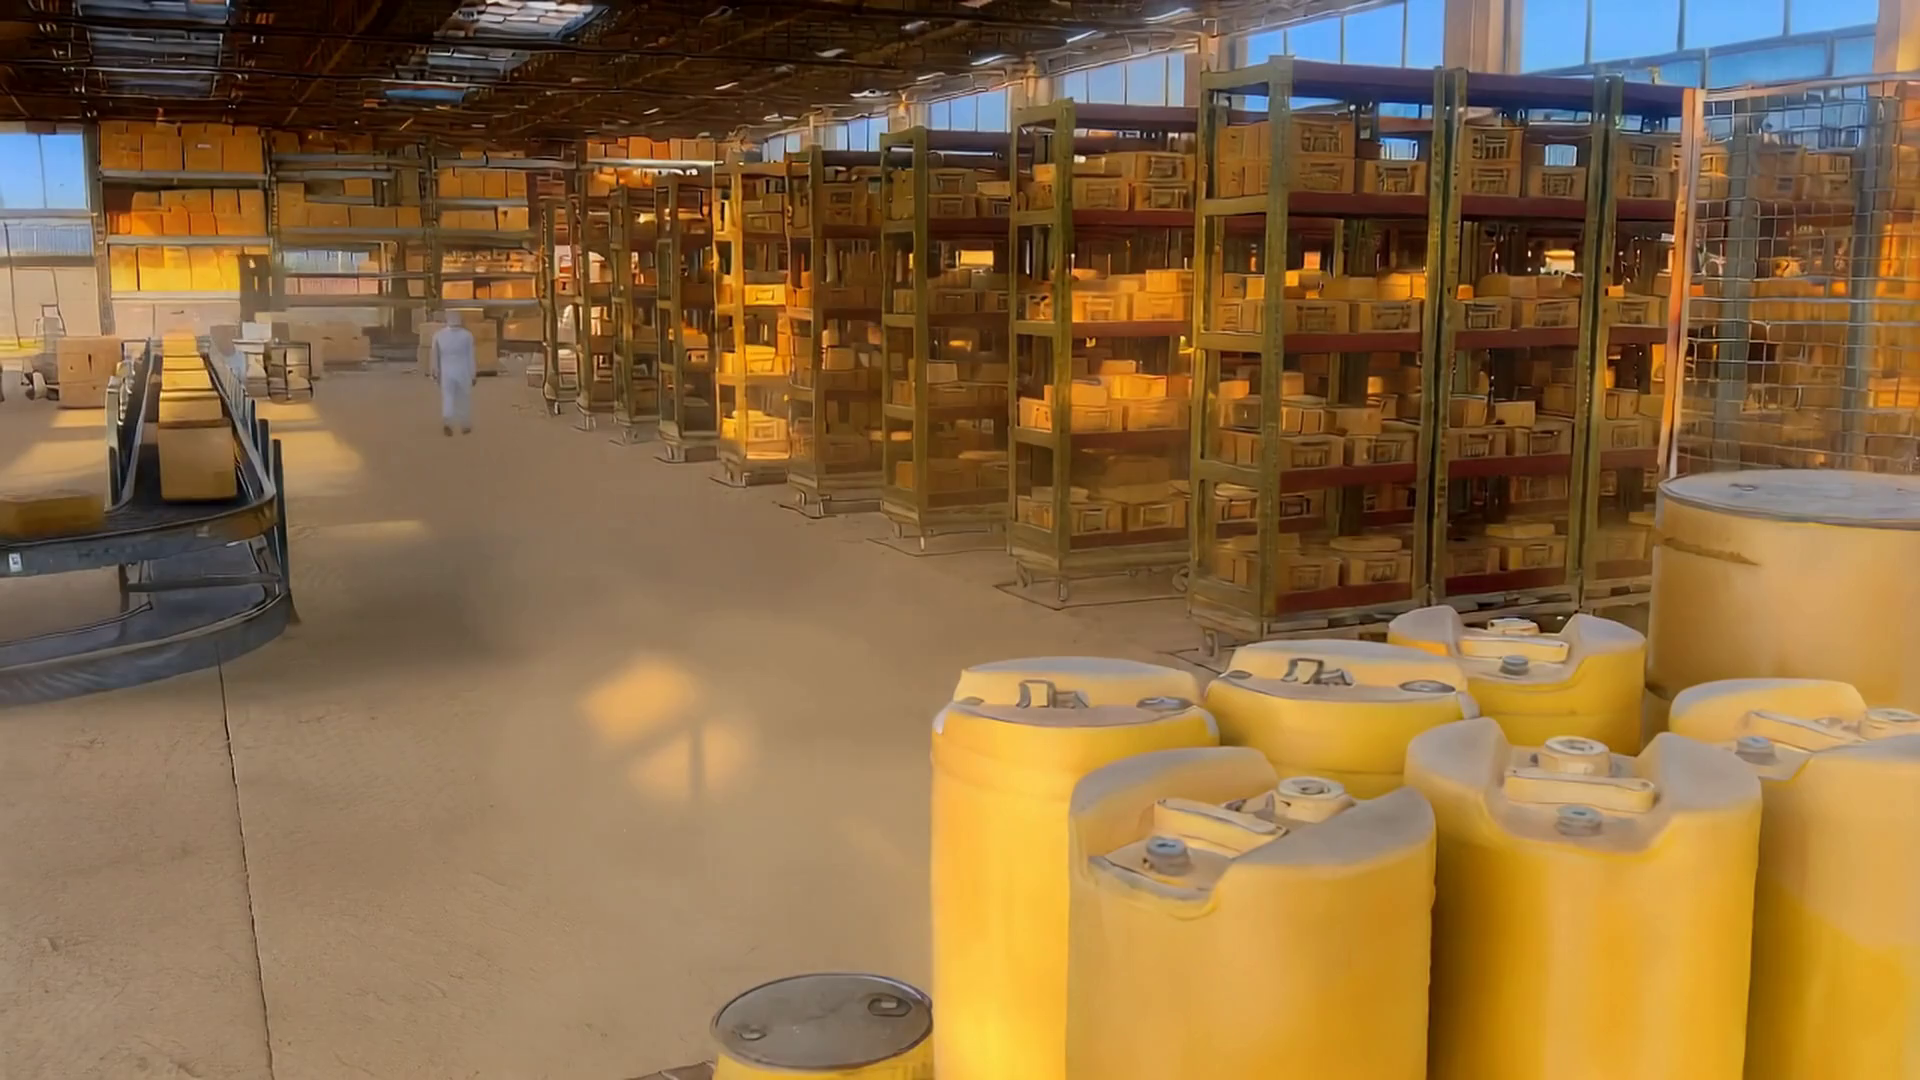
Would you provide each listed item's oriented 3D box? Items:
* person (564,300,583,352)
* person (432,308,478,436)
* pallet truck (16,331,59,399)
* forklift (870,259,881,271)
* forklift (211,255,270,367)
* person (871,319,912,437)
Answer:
[{"bbox_3d":[-9.362,-5.053,40.373,0.601,1.940,0.414,4,10,24],"label":"person"},{"bbox_3d":[-7.445,-2.472,24.527,0.650,1.883,0.822,-1,9,-5],"label":"person"},{"bbox_3d":[-17.082,-3.353,31.781,1.630,1.274,0.653,-4,10,-25],"label":"pallet truck"},{"bbox_3d":[-2.546,-7.770,54.292,1.129,2.768,1.873,-4,10,-25],"label":"forklift"},{"bbox_3d":[-17.527,-5.680,41.330,1.873,2.768,1.129,2,9,9],"label":"forklift"},{"bbox_3d":[-0.992,-2.405,23.818,0.836,1.964,0.654,-5,10,-29],"label":"person"}]
